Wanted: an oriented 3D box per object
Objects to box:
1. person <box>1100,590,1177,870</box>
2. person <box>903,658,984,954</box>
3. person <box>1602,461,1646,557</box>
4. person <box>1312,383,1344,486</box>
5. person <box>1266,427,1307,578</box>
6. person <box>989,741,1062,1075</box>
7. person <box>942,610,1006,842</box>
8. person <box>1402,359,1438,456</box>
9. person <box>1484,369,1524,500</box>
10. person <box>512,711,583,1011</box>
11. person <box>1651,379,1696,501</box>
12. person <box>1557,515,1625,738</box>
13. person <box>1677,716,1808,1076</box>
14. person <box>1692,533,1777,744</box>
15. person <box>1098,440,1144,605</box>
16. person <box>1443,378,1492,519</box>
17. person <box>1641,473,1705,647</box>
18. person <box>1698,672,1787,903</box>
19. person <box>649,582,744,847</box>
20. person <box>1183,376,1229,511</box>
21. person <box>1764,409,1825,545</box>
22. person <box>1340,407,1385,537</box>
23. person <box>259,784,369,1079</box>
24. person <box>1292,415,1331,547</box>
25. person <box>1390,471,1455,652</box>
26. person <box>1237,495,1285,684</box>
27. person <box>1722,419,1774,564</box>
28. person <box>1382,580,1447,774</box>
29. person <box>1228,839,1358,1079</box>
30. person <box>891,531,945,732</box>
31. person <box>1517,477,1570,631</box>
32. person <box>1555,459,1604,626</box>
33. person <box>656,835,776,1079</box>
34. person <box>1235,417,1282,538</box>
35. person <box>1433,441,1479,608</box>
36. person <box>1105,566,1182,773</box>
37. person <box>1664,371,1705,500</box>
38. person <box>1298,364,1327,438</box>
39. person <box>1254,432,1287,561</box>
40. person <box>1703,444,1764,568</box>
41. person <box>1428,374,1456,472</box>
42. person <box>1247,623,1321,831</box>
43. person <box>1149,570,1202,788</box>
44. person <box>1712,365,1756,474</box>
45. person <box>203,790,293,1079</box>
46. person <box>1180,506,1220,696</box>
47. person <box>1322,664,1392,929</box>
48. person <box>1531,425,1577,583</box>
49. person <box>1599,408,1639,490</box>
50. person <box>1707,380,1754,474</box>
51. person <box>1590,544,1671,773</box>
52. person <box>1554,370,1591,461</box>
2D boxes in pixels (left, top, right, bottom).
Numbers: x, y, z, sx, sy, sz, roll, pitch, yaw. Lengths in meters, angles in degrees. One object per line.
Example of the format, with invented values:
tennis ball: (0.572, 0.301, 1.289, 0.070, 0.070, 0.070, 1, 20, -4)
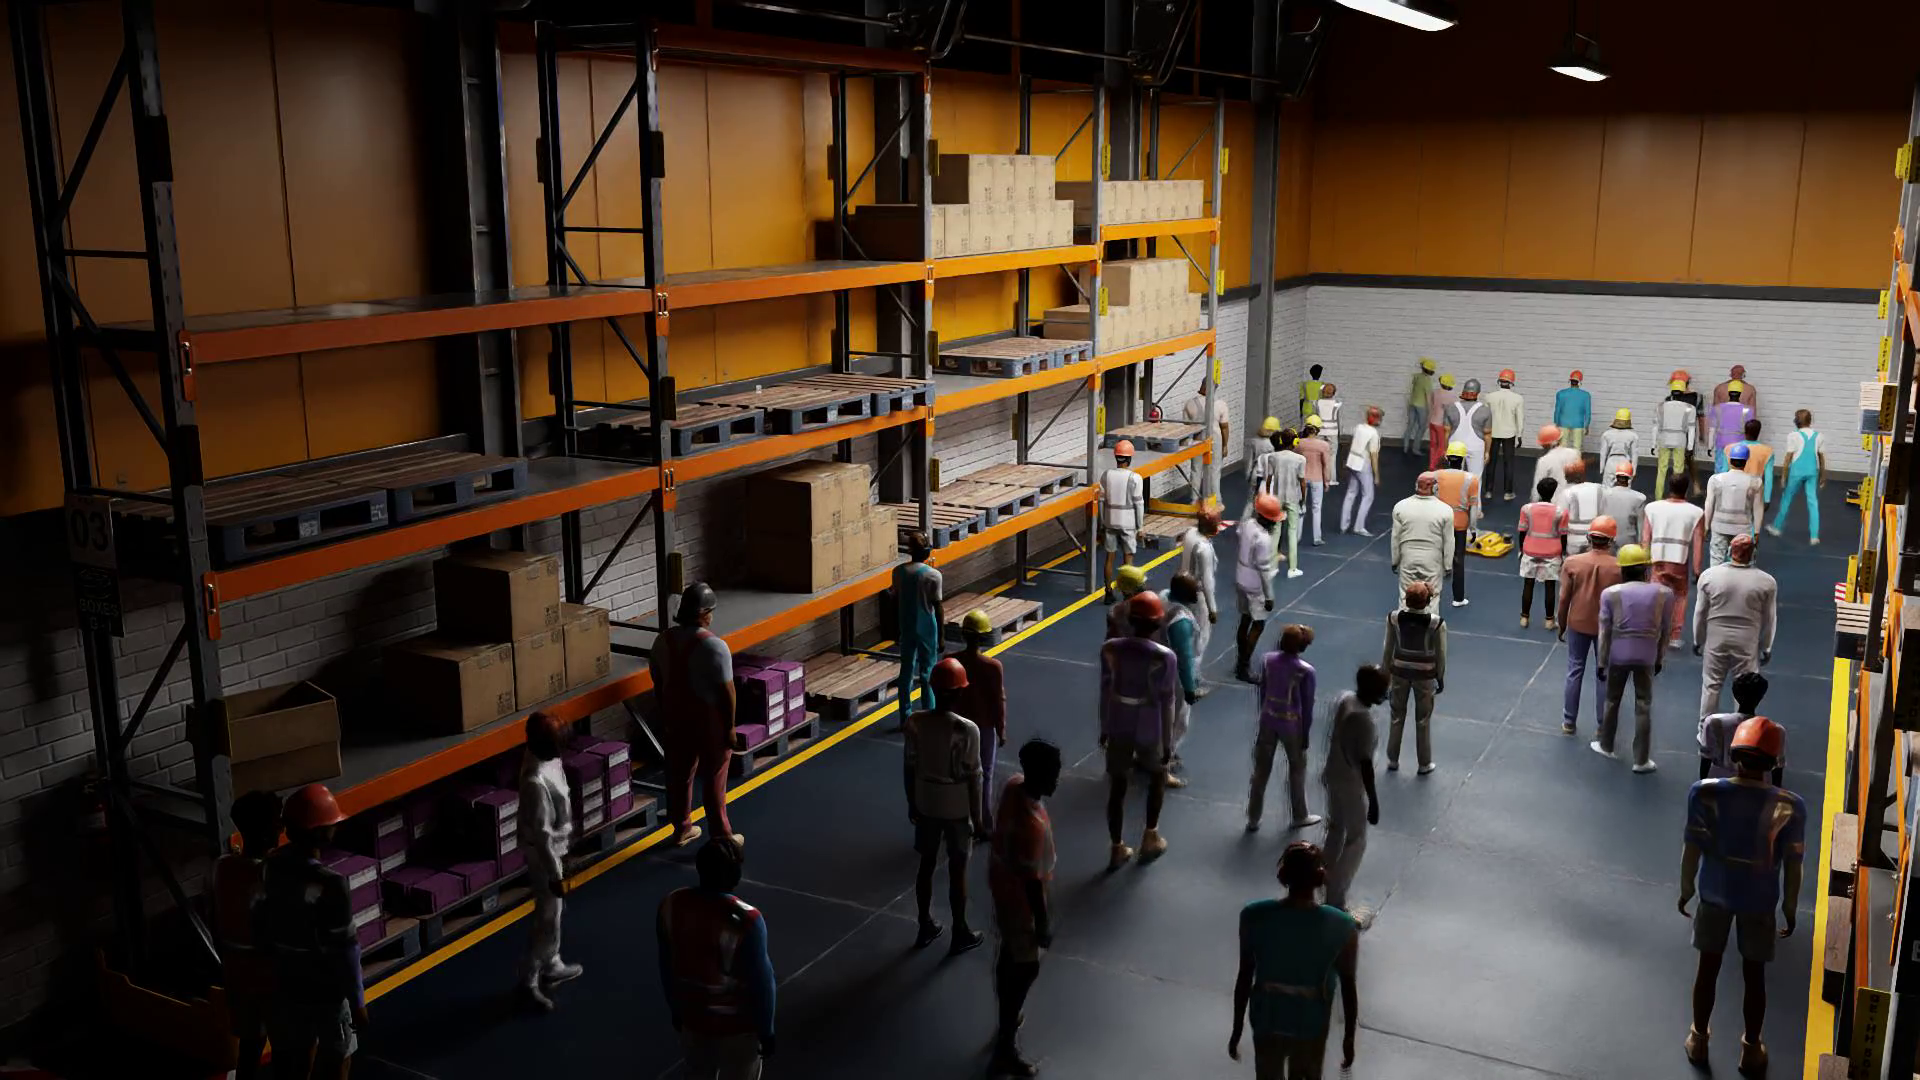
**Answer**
person: (1.273, 1.372, 12.069, 0.607, 1.998, 0.678, 6, 14, 26)
person: (-0.087, 1.702, 10.729, 0.552, 1.932, 0.377, 7, 14, 27)
person: (7.474, -0.024, 18.872, 0.573, 1.746, 0.345, 7, 14, 27)
person: (5.853, -1.678, 26.534, 0.523, 1.636, 0.310, 7, 14, 27)
person: (4.033, -0.464, 20.587, 0.535, 1.864, 0.309, 7, 14, 27)
person: (0.353, 2.001, 9.434, 0.371, 1.927, 0.709, -2, 13, -9)
person: (0.111, 1.388, 12.519, 0.533, 1.765, 0.329, 7, 14, 27)
person: (8.092, -2.342, 29.313, 0.401, 1.721, 0.643, -3, 13, -13)
person: (8.306, -1.620, 25.466, 0.623, 1.992, 0.396, 7, 14, 27)
person: (-2.539, 1.895, 10.063, 0.398, 1.858, 0.671, -2, 13, -10)
person: (10.614, -1.430, 24.774, 0.594, 1.922, 0.385, 7, 14, 27)
person: (5.642, 0.763, 14.798, 0.623, 1.992, 0.396, 7, 14, 27)
person: (4.349, 1.968, 9.291, 0.615, 2.041, 0.391, 7, 14, 27)
person: (6.722, 0.881, 14.467, 0.652, 1.906, 0.402, 7, 14, 27)
person: (1.869, -0.191, 19.205, 0.552, 1.932, 0.377, 7, 14, 27)
person: (7.343, -1.327, 24.051, 0.688, 2.000, 0.536, 7, 14, 27)
person: (7.432, 0.242, 17.403, 0.595, 1.875, 0.653, 6, 14, 26)
person: (5.247, 1.714, 11.211, 0.540, 1.695, 0.317, 7, 14, 27)
person: (-1.905, 1.296, 12.306, 0.688, 2.000, 0.536, 7, 14, 27)
person: (3.663, -1.446, 24.584, 0.688, 2.000, 0.536, 7, 14, 27)
person: (11.403, -0.872, 22.570, 0.622, 1.779, 0.943, 0, 13, -1)
person: (5.512, -0.938, 22.851, 0.467, 1.807, 0.641, -3, 13, -12)
person: (-3.175, 2.196, 8.278, 0.615, 2.038, 0.395, 7, 14, 27)
person: (4.702, -0.797, 22.305, 0.533, 1.765, 0.329, 7, 14, 27)
person: (4.842, 0.225, 17.412, 0.652, 1.904, 0.402, 7, 14, 27)
person: (2.931, 0.452, 16.465, 0.379, 1.888, 0.668, -2, 13, -9)
person: (9.958, -0.582, 21.094, 0.595, 1.875, 0.653, 6, 14, 26)
person: (3.791, 1.142, 13.902, 0.523, 1.638, 0.310, 7, 14, 27)
person: (1.635, 2.366, 8.127, 0.598, 1.789, 0.808, 4, 13, 16)
person: (-0.369, 0.828, 14.849, 0.517, 1.842, 0.326, 7, 14, 27)
person: (6.379, 0.147, 18.224, 0.540, 1.697, 0.317, 7, 14, 27)
person: (6.841, 0.035, 18.387, 0.662, 1.856, 0.389, -4, 13, -17)
person: (-1.159, 2.327, 8.144, 0.634, 1.839, 0.429, 7, 14, 27)
person: (4.062, -0.818, 22.519, 0.529, 1.708, 0.527, -8, 15, -32)
person: (5.673, -0.184, 19.196, 0.594, 1.922, 0.385, 7, 14, 27)
person: (1.521, 1.076, 13.896, 0.681, 1.783, 0.430, -3, 13, -12)
person: (11.033, -1.591, 25.364, 0.726, 1.991, 0.426, -3, 13, -12)
person: (6.096, -2.179, 28.642, 0.540, 1.695, 0.317, 7, 14, 27)
person: (4.103, -0.574, 21.584, 0.547, 1.649, 0.722, 4, 13, 16)
person: (8.770, -0.126, 18.890, 0.616, 1.942, 0.408, 7, 14, 27)
person: (7.797, -1.849, 27.111, 0.419, 1.724, 0.653, -4, 13, -15)
person: (2.465, 1.433, 12.690, 0.568, 1.605, 0.527, -11, 17, -42)
person: (1.769, 1.111, 13.693, 0.444, 1.808, 0.699, -2, 13, -10)
person: (12.452, -1.873, 26.799, 0.652, 1.906, 0.402, 7, 14, 27)
person: (-3.505, 2.204, 8.408, 0.614, 1.963, 0.362, 7, 14, 27)
person: (2.267, 0.566, 16.028, 0.391, 1.852, 0.676, -2, 13, -10)
person: (2.629, 1.667, 11.211, 0.350, 1.804, 0.645, -2, 13, -9)
person: (7.265, -0.431, 20.278, 0.705, 1.947, 0.429, -5, 14, -22)
person: (9.137, -0.962, 23.089, 0.493, 1.742, 0.322, 7, 14, 27)
person: (11.414, -1.406, 24.665, 0.594, 1.922, 0.385, 7, 14, 27)
person: (5.679, 0.994, 14.050, 0.608, 1.888, 0.669, 2, 13, 8)
person: (10.062, -1.916, 27.335, 0.573, 1.749, 0.342, 7, 14, 27)
